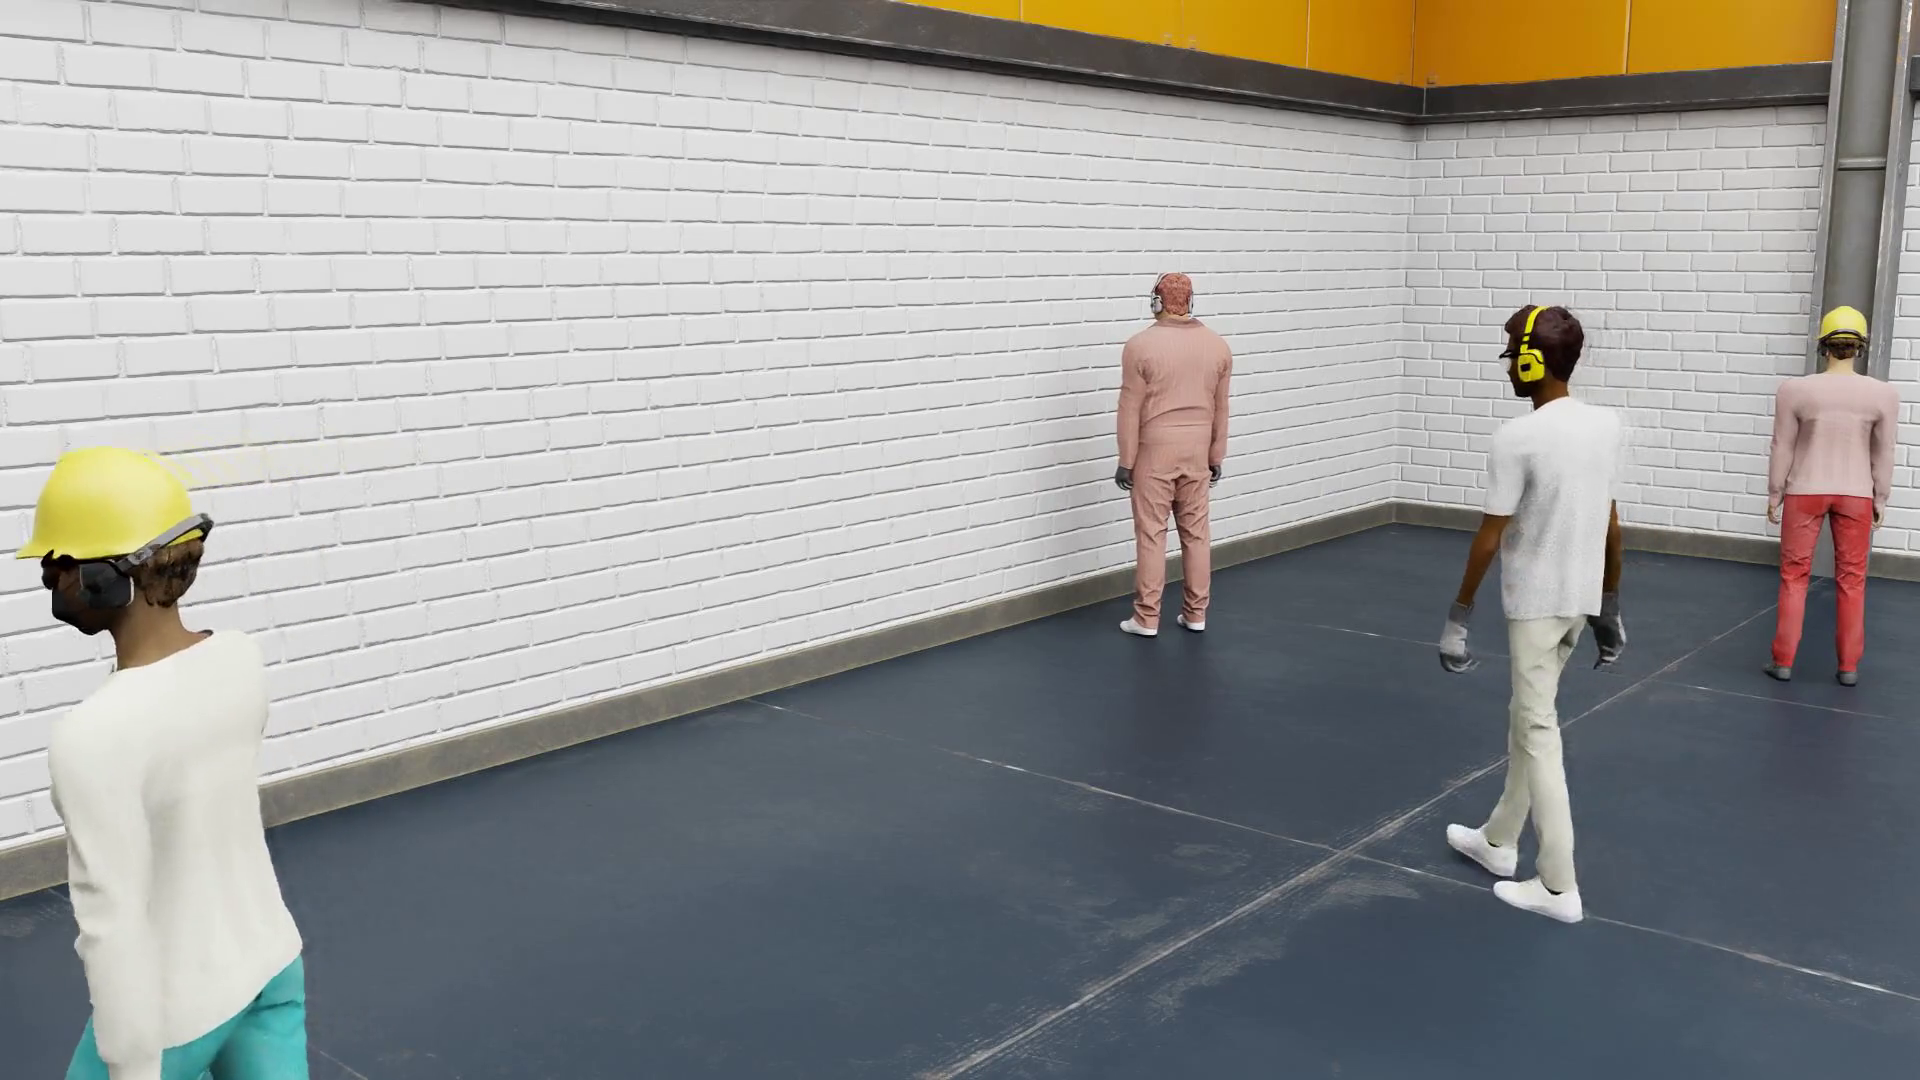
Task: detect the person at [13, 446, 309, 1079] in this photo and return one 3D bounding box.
[{"bbox_3d":[-1.285,0.706,2.657,0.701,1.741,0.532,2,10,10],"label":"person"}]

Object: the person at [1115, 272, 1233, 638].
[{"bbox_3d":[1.092,-0.441,8.701,0.641,1.900,0.404,-5,11,-24],"label":"person"}]

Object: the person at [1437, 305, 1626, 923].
[{"bbox_3d":[1.684,0.210,5.122,0.565,1.847,0.722,-6,12,-31],"label":"person"}]

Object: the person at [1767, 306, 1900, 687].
[{"bbox_3d":[4.040,-0.201,7.739,0.519,1.757,0.343,3,11,18],"label":"person"}]
